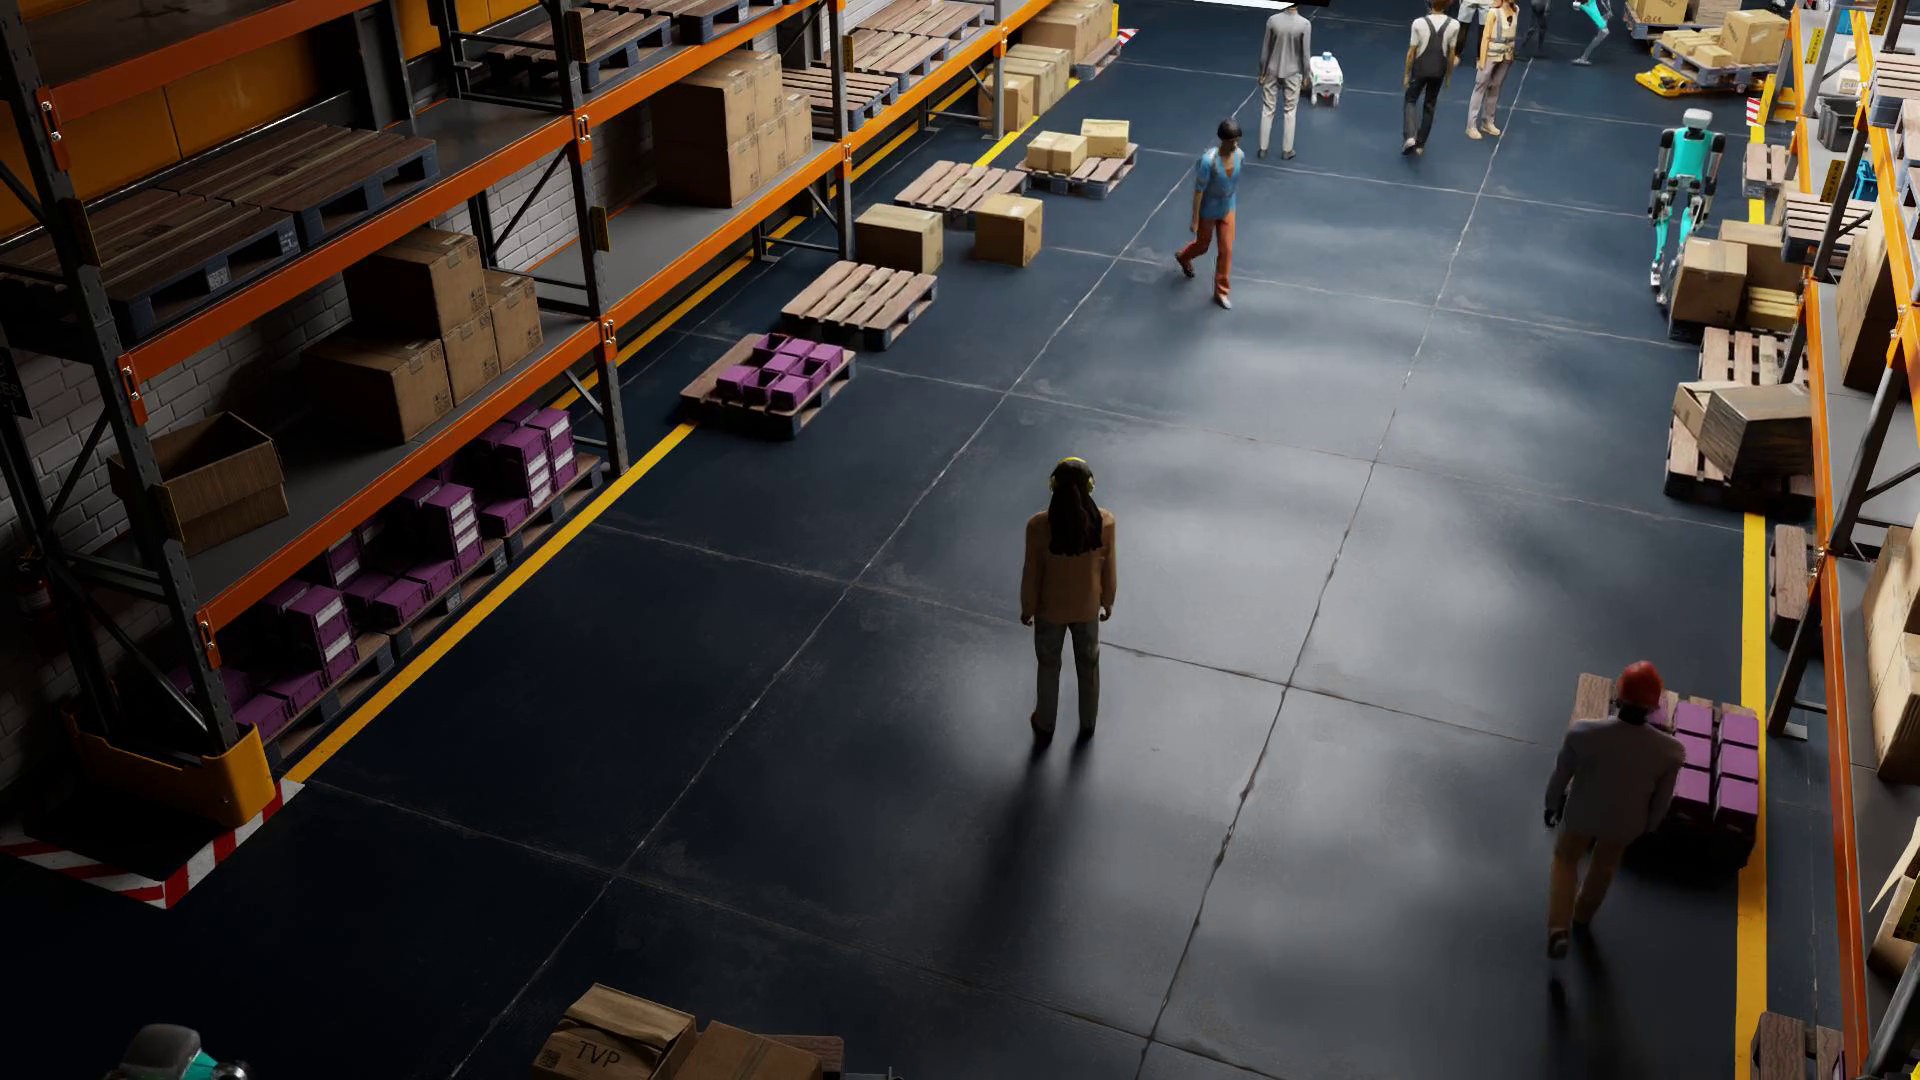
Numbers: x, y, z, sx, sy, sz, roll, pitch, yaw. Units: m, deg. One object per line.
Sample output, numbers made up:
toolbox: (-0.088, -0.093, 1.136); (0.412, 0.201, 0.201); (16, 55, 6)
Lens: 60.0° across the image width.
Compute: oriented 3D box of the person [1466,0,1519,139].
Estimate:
person: (5.979, -5.364, 18.501); (0.481, 1.776, 0.321); (-16, 36, -23)

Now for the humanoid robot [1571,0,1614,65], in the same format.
humanoid robot: (7.952, -6.738, 20.688); (0.696, 1.813, 0.544); (26, 41, 34)

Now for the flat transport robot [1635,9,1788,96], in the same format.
flat transport robot: (9.095, -5.642, 20.324); (1.431, 0.231, 0.659); (-5, 33, -8)

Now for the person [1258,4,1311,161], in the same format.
person: (3.468, -5.007, 17.849); (0.551, 1.891, 0.391); (10, 34, 15)

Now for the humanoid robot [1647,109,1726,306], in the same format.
humanoid robot: (6.327, -2.859, 14.681); (0.542, 1.745, 1.022); (12, 35, 18)

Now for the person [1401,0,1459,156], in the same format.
person: (5.042, -5.013, 17.911); (0.521, 1.830, 0.476); (3, 33, 4)

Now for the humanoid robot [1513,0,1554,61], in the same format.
humanoid robot: (7.329, -6.865, 20.934); (0.586, 1.630, 0.600); (2, 33, 3)

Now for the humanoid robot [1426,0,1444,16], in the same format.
humanoid robot: (6.230, -7.309, 21.593); (1.015, 1.759, 0.541); (-26, 41, -34)

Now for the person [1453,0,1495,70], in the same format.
person: (6.457, -6.717, 20.679); (0.531, 1.691, 0.322); (16, 36, 24)

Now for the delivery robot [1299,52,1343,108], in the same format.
delivery robot: (4.349, -5.517, 19.859); (0.499, 0.585, 0.775); (2, 33, 3)

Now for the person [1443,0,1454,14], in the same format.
person: (6.879, -8.095, 22.774); (0.564, 1.726, 0.568); (10, 34, 15)

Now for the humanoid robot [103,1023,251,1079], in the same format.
humanoid robot: (-2.820, 2.696, 6.166); (0.543, 1.884, 0.782); (-1, 33, -1)

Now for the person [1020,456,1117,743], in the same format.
person: (0.622, 0.369, 9.542); (0.565, 1.875, 0.391); (-5, 33, -7)

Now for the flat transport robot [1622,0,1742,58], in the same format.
flat transport robot: (9.329, -6.578, 21.773); (0.659, 0.231, 1.431); (6, 33, 9)

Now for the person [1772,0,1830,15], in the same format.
person: (11.649, -7.914, 22.573); (0.850, 1.648, 0.454); (14, 36, 21)

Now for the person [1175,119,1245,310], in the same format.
person: (2.234, -2.993, 14.900); (0.501, 1.718, 0.824); (-12, 35, -18)

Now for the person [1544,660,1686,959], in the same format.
person: (3.159, 1.345, 8.157); (0.567, 1.732, 0.611); (10, 34, 16)
